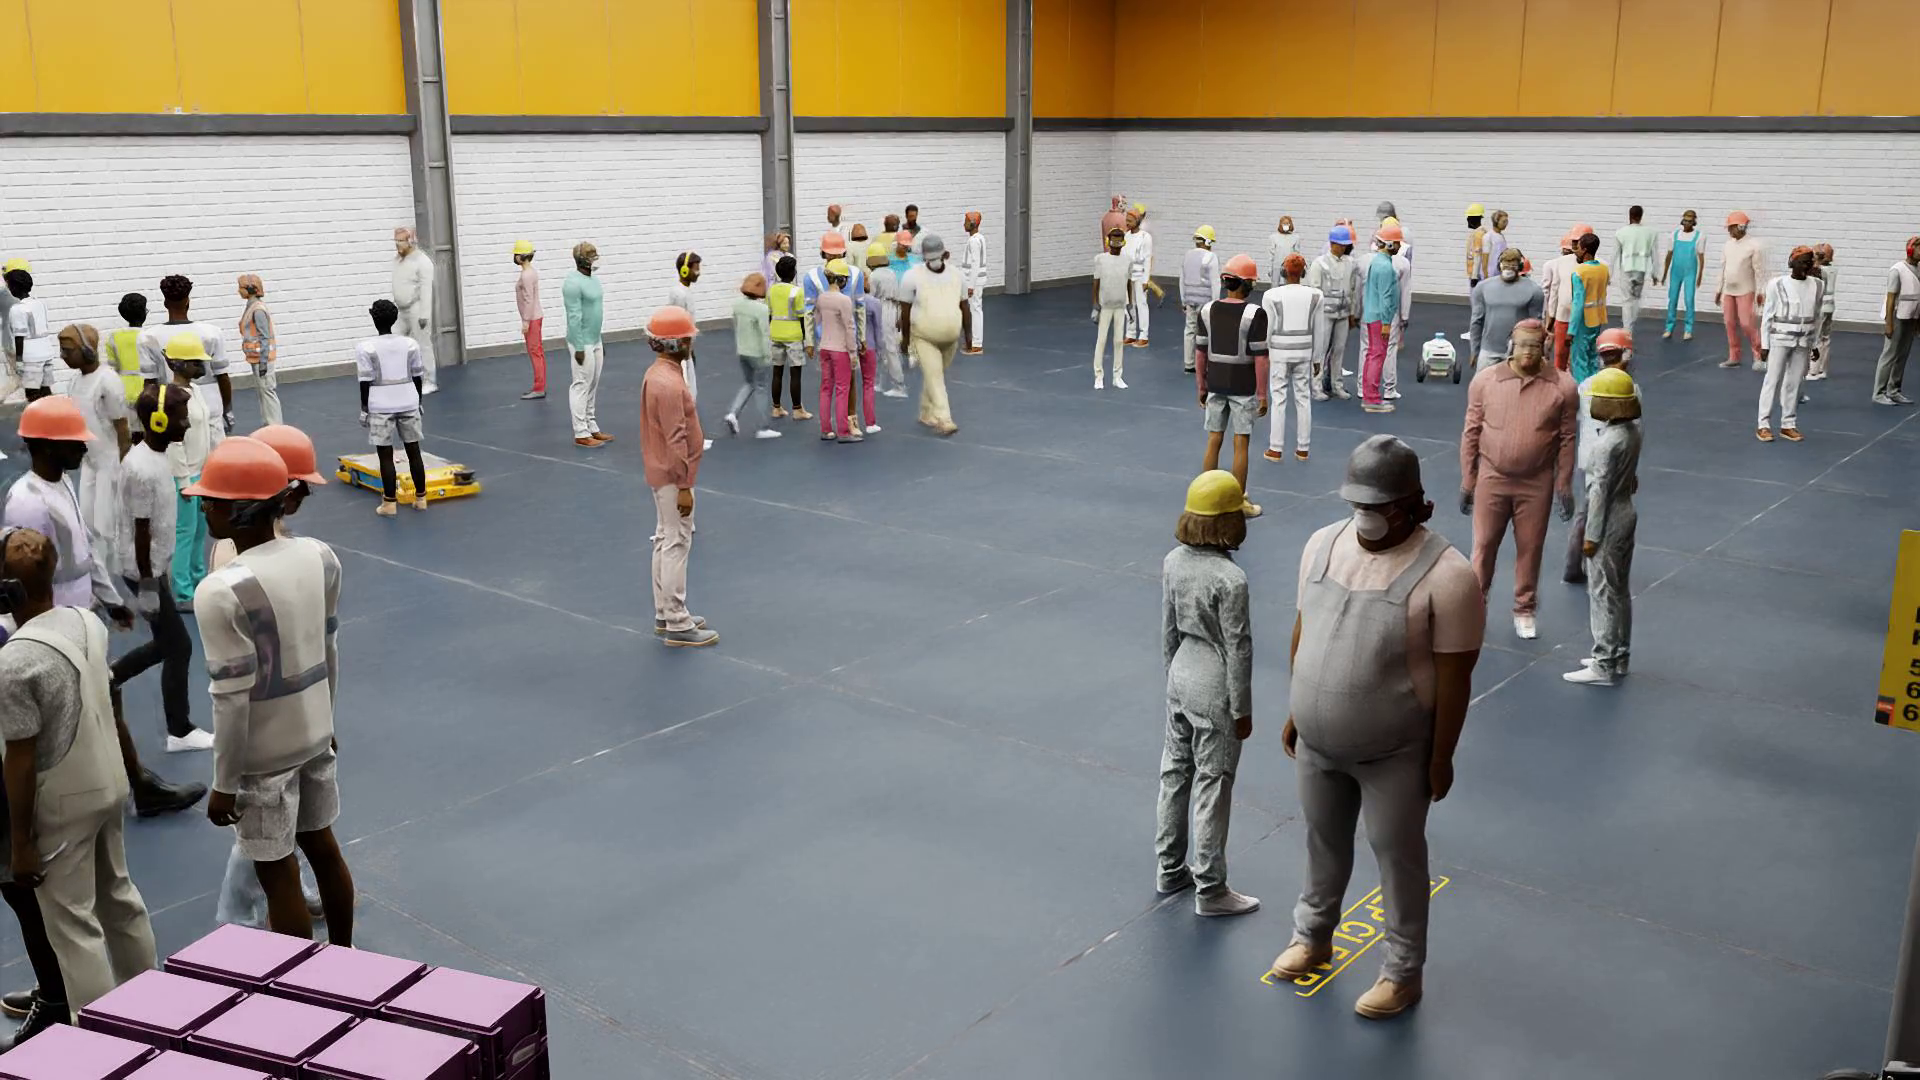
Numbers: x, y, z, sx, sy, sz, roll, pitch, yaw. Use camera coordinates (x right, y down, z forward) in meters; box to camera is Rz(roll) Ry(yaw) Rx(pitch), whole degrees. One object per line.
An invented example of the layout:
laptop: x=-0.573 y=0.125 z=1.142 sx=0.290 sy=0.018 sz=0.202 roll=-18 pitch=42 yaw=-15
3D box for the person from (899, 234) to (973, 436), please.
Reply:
person: x=-0.224 y=-2.083 z=16.497 sx=0.699 sy=2.000 sz=0.996 roll=-7 pitch=15 yaw=-24

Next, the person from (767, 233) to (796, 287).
person: x=-2.332 y=-3.186 z=21.745 sx=0.322 sy=1.631 sz=0.520 roll=10 pitch=17 yaw=35

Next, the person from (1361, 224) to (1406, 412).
person: x=4.499 y=-2.355 z=17.705 sx=0.402 sy=1.986 sz=0.611 roll=1 pitch=14 yaw=3

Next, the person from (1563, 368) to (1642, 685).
person: x=3.528 y=-0.074 z=9.098 sx=0.346 sy=1.737 sz=0.485 roll=10 pitch=17 yaw=36

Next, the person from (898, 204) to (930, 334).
person: x=-0.708 y=-3.851 z=23.852 sx=0.613 sy=1.901 sz=0.455 roll=-3 pitch=14 yaw=-12

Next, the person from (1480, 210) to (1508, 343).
person: x=7.454 y=-3.675 z=23.256 sx=0.343 sy=1.847 sz=0.507 roll=13 pitch=19 yaw=43

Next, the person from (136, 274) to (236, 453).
person: x=-5.599 y=-0.943 z=12.095 sx=0.604 sy=1.966 sz=0.367 roll=-6 pitch=15 yaw=-23

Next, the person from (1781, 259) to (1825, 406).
person: x=9.097 y=-2.221 z=17.922 sx=0.655 sy=1.609 sz=0.386 roll=-9 pitch=17 yaw=-33

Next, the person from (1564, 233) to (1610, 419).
person: x=6.489 y=-2.211 z=17.257 sx=0.589 sy=1.920 sz=0.398 roll=-12 pitch=18 yaw=-40

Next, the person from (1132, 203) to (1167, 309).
person: x=3.080 y=-4.648 z=27.343 sx=0.634 sy=1.736 sz=0.547 roll=4 pitch=15 yaw=16

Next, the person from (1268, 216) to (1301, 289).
person: x=5.007 y=-4.193 z=25.755 sx=0.497 sy=1.633 sz=0.284 roll=0 pitch=14 yaw=1

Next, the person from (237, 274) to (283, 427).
person: x=-6.637 y=-1.696 z=15.767 sx=0.310 sy=1.638 sz=0.523 roll=-8 pitch=16 yaw=-30

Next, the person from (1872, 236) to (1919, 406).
person: x=10.245 y=-2.381 z=18.112 sx=0.563 sy=1.837 sz=0.386 roll=-8 pitch=16 yaw=-28

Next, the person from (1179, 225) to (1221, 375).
person: x=2.931 y=-2.889 z=20.162 sx=0.404 sy=1.823 sz=0.587 roll=-12 pitch=18 yaw=-39

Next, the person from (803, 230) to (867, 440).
person: x=-1.198 y=-1.972 z=16.092 sx=0.611 sy=2.029 sz=0.408 roll=-5 pitch=15 yaw=-19

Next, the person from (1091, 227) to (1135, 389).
person: x=1.769 y=-2.673 z=19.216 sx=0.518 sy=1.865 sz=0.327 roll=-3 pitch=14 yaw=-11

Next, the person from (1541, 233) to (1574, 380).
person: x=7.223 y=-2.786 z=19.890 sx=0.573 sy=1.749 sz=0.343 roll=0 pitch=14 yaw=-2

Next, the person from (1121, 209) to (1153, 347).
person: x=2.408 y=-3.594 z=22.874 sx=0.341 sy=1.878 sz=0.579 roll=-11 pitch=18 yaw=-37

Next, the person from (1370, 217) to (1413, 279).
person: x=5.594 y=-3.305 z=21.800 sx=0.589 sy=1.834 sz=0.403 roll=8 pitch=16 yaw=30

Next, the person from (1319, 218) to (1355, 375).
person: x=4.628 y=-2.969 z=20.339 sx=0.399 sy=1.900 sz=0.649 roll=-4 pitch=15 yaw=-14

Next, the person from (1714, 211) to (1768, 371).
person: x=9.757 y=-3.100 z=20.740 sx=0.522 sy=1.953 sz=0.712 roll=-5 pitch=15 yaw=-19

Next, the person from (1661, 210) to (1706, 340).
person: x=10.285 y=-3.768 z=23.664 sx=0.531 sy=1.838 sz=0.346 roll=12 pitch=18 yaw=40

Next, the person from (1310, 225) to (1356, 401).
person: x=4.121 y=-2.500 z=18.392 sx=0.616 sy=1.933 sz=0.420 roll=-7 pitch=16 yaw=-26

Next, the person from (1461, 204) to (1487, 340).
person: x=7.319 y=-3.814 z=23.677 sx=0.420 sy=1.915 sz=0.588 roll=4 pitch=15 yaw=15

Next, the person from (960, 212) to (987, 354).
person: x=0.177 y=-3.424 z=22.179 sx=0.355 sy=1.882 sz=0.576 roll=1 pitch=14 yaw=3

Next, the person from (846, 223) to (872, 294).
person: x=-1.420 y=-3.702 z=23.795 sx=0.499 sy=1.632 sz=0.284 roll=-9 pitch=17 yaw=-33

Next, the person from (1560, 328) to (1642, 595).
person: x=4.187 y=-0.493 z=10.795 sx=0.348 sy=1.722 sz=0.608 roll=-2 pitch=14 yaw=-9

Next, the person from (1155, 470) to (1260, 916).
person: x=0.963 y=0.587 z=6.430 sx=0.290 sy=1.745 sz=0.487 roll=-8 pitch=16 yaw=-29

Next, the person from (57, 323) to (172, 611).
person: x=-5.410 y=-0.457 z=10.474 sx=0.541 sy=1.821 sz=0.600 roll=12 pitch=18 yaw=39

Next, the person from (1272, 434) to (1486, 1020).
person: x=1.378 y=0.622 z=5.687 sx=0.535 sy=2.000 sz=0.683 roll=-12 pitch=18 yaw=-39

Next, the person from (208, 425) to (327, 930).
person: x=-2.535 y=0.572 z=6.040 sx=0.571 sy=1.966 sz=0.749 roll=-5 pitch=15 yaw=-20

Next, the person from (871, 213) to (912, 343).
person: x=-0.944 y=-3.594 z=22.992 sx=0.630 sy=1.824 sz=0.786 roll=9 pitch=17 yaw=32

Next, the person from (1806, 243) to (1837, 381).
person: x=10.271 y=-2.721 z=19.887 sx=0.514 sy=1.627 sz=0.322 roll=-11 pitch=18 yaw=-37

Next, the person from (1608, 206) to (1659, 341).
person: x=9.566 y=-3.802 z=23.696 sx=0.699 sy=1.874 sz=0.746 roll=1 pitch=14 yaw=2
